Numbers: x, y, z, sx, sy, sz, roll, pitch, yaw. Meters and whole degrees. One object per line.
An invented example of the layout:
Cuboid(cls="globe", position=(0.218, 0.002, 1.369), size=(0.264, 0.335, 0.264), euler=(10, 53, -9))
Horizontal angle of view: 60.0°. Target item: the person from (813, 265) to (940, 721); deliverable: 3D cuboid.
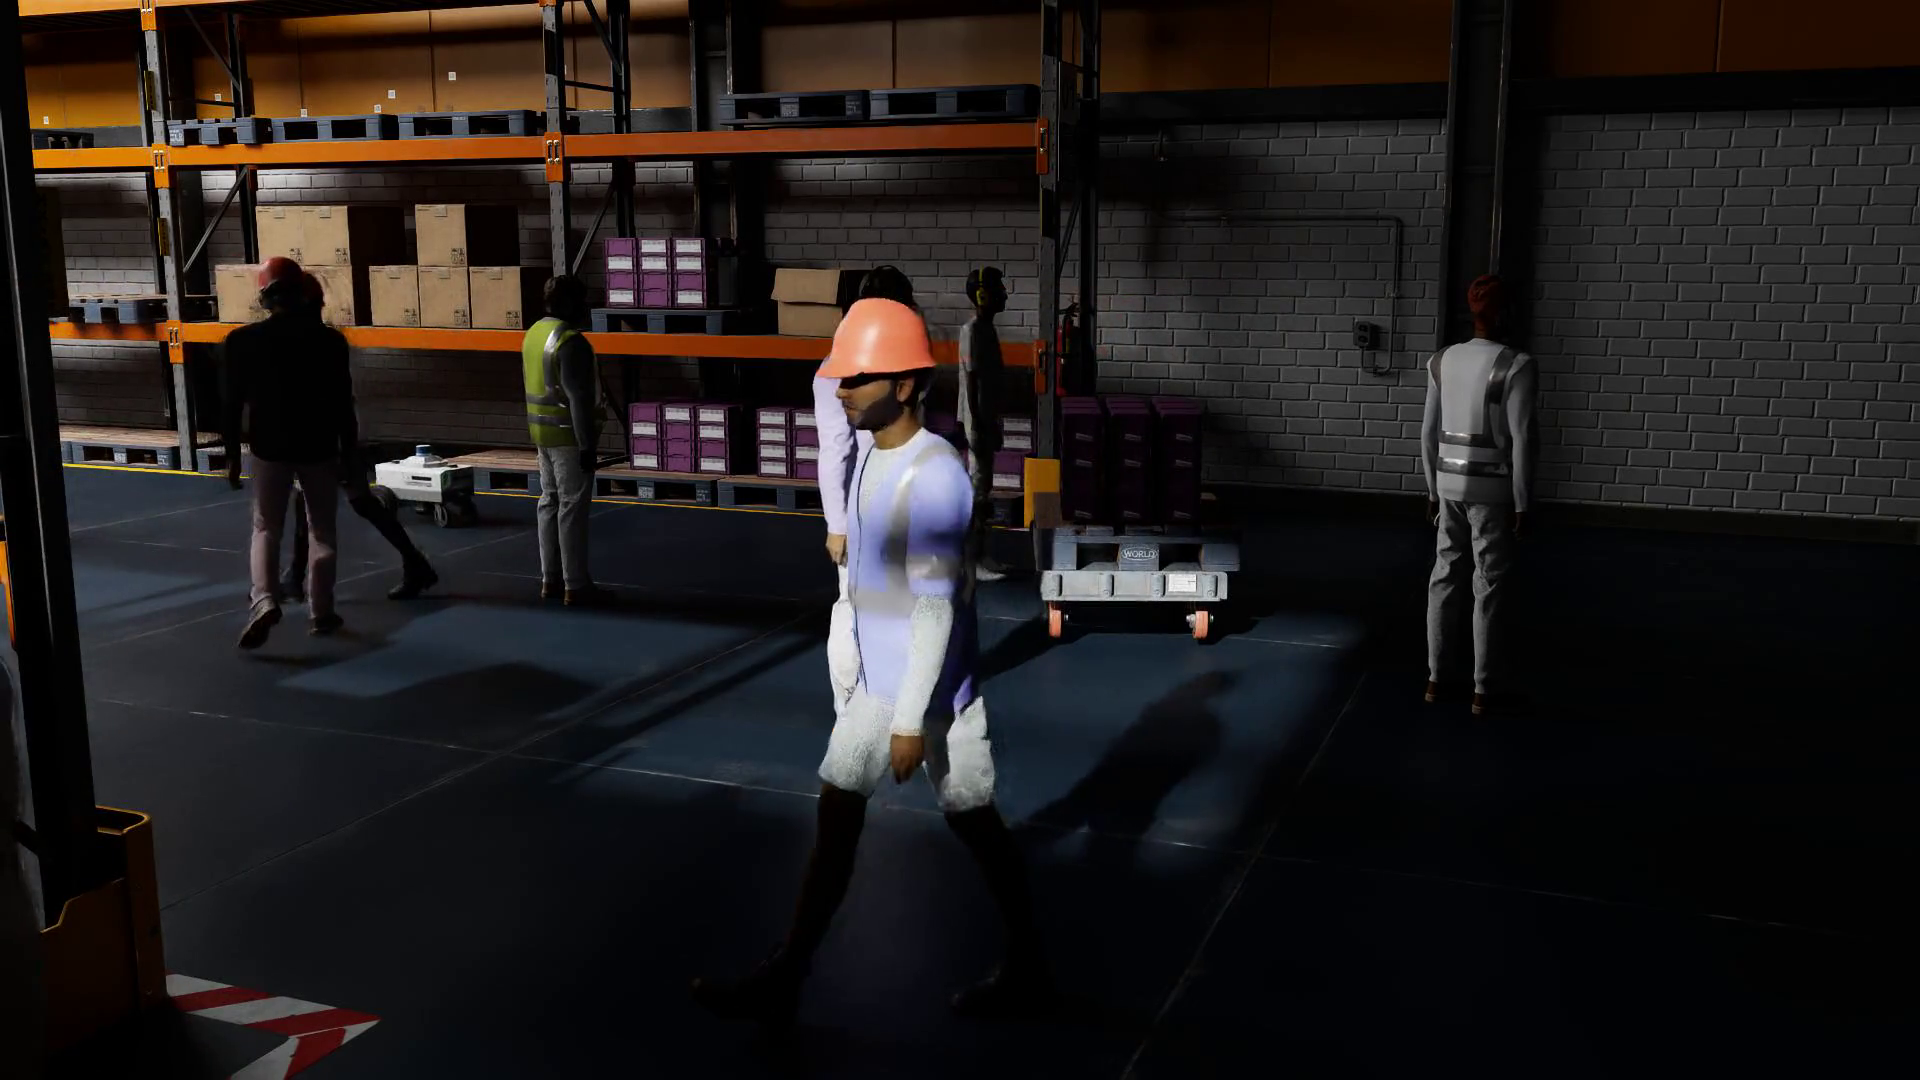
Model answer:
Cuboid(cls="person", position=(-0.314, -0.110, 6.581), size=(0.359, 1.933, 0.625), euler=(8, 13, 36))

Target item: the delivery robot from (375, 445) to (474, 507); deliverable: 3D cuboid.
Cuboid(cls="delivery robot", position=(-3.864, -0.444, 12.010), size=(0.707, 0.478, 0.477), euler=(5, 11, 24))

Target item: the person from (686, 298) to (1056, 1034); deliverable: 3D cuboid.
Cuboid(cls="person", position=(-0.174, 0.345, 4.188), size=(1.002, 1.879, 0.566), euler=(-5, 11, -27))

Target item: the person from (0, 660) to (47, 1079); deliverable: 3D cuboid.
Cuboid(cls="person", position=(-1.511, 0.684, 2.197), size=(0.707, 1.916, 0.501), euler=(1, 10, 6))

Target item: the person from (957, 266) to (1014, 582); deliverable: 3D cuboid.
Cuboid(cls="person", position=(0.156, -0.695, 9.997), size=(0.327, 1.876, 0.516), euler=(2, 10, 10))

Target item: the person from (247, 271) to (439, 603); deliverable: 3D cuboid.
Cuboid(cls="person", position=(-3.460, -0.563, 9.290), size=(1.022, 1.880, 0.560), euler=(-3, 11, -15))

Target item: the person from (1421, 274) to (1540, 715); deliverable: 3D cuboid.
Cuboid(cls="person", position=(2.242, -0.193, 7.179), size=(0.359, 1.882, 0.575), euler=(-6, 12, -31))

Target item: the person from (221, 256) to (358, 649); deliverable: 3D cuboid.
Cuboid(cls="person", position=(-3.370, -0.435, 8.356), size=(0.656, 1.957, 0.831), euler=(-2, 10, -12))

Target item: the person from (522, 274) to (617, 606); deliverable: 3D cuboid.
Cuboid(cls="person", position=(-2.192, -0.559, 9.331), size=(0.429, 1.841, 0.633), euler=(-8, 13, -37))
